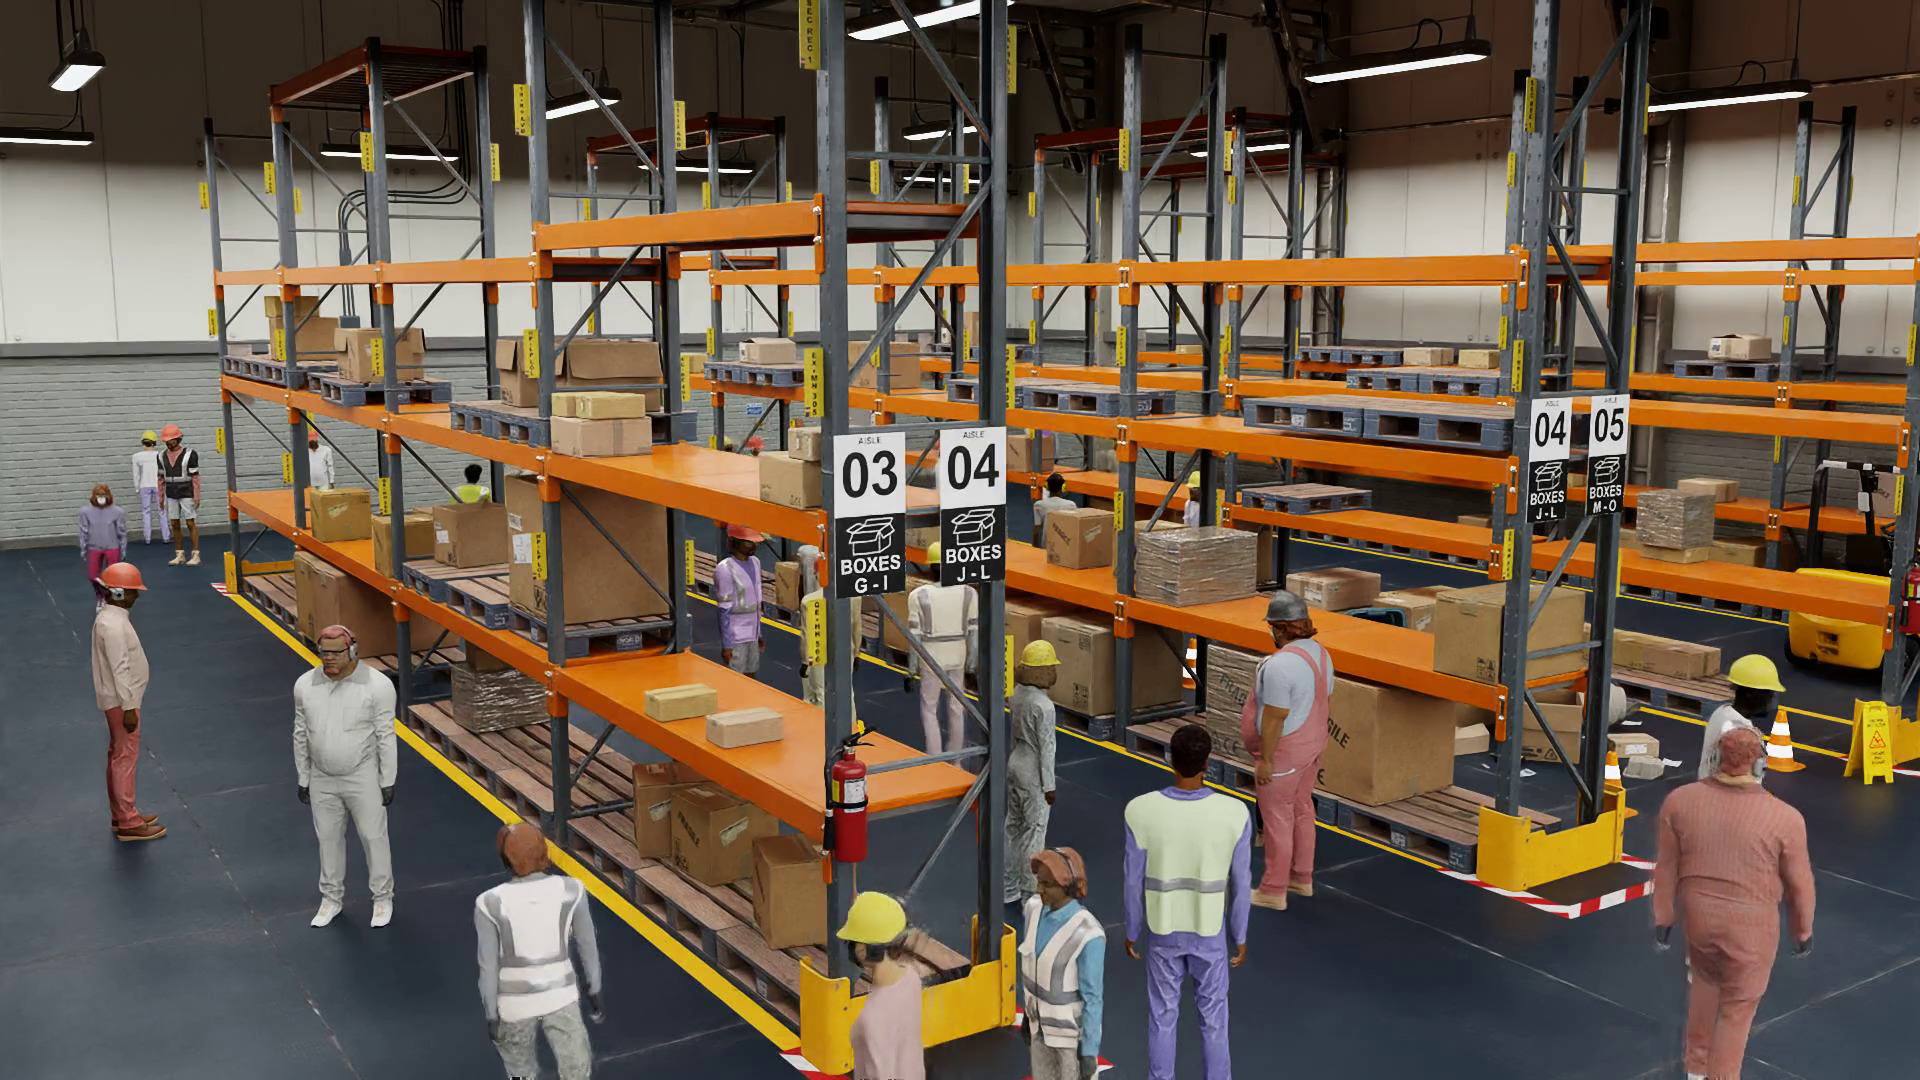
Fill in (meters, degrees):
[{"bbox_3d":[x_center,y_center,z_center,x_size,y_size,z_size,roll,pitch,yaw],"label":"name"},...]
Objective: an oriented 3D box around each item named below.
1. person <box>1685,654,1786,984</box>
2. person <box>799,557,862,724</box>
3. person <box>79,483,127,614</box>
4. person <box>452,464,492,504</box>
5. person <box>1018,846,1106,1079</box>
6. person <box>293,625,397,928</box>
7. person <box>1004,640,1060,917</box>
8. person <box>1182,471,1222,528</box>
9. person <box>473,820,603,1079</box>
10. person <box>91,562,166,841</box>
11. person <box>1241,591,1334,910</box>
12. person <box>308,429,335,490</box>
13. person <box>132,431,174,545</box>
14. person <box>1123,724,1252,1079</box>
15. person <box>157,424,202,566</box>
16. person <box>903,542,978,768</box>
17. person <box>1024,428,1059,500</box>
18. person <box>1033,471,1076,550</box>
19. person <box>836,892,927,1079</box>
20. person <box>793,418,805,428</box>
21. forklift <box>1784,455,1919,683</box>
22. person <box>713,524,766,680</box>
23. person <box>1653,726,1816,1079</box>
[{"bbox_3d":[4.332,1.574,9.316,0.423,1.916,0.582,3,9,17],"label":"person"},{"bbox_3d":[-1.089,0.964,13.902,0.563,1.748,0.334,-5,10,-28],"label":"person"},{"bbox_3d":[-10.233,0.129,19.873,0.524,1.619,0.345,-3,9,-21],"label":"person"},{"bbox_3d":[-6.396,-0.170,21.848,0.533,1.633,0.941,0,9,-1],"label":"person"},{"bbox_3d":[0.427,2.067,6.964,0.312,1.631,0.514,-5,10,-31],"label":"person"},{"bbox_3d":[-3.772,1.450,10.202,0.641,1.899,0.395,0,9,3],"label":"person"},{"bbox_3d":[0.471,1.486,10.492,0.342,1.735,0.483,-4,10,-26],"label":"person"},{"bbox_3d":[2.796,0.106,19.412,0.419,1.822,0.589,-5,10,-31],"label":"person"},{"bbox_3d":[-1.801,2.046,7.212,0.533,1.597,0.816,-4,9,-22],"label":"person"},{"bbox_3d":[-5.970,1.148,11.896,0.387,1.989,0.608,-5,10,-32],"label":"person"},{"bbox_3d":[2.068,1.310,10.639,0.535,2.000,0.685,7,11,38],"label":"person"},{"bbox_3d":[-10.298,-0.936,26.591,0.573,1.741,0.355,-4,9,-24],"label":"person"},{"bbox_3d":[-12.423,-0.799,25.598,0.522,1.768,0.312,-2,9,-16],"label":"person"},{"bbox_3d":[1.051,1.807,7.738,0.590,1.919,0.396,1,9,8],"label":"person"},{"bbox_3d":[-11.094,-0.630,23.602,0.615,2.030,0.409,1,9,5],"label":"person"},{"bbox_3d":[-0.139,0.978,13.284,0.622,1.923,0.514,-3,9,-21],"label":"person"},{"bbox_3d":[1.482,-1.529,30.374,0.646,1.792,0.953,0,9,-1],"label":"person"},{"bbox_3d":[1.073,0.157,18.880,0.520,1.873,0.335,1,9,7],"label":"person"},{"bbox_3d":[-0.288,2.140,6.186,0.922,1.716,0.547,3,9,17],"label":"person"},{"bbox_3d":[-2.894,-1.371,29.838,0.283,1.633,0.500,3,9,21],"label":"person"},{"bbox_3d":[9.643,0.253,17.172,2.313,2.155,1.214,-6,10,-33],"label":"forklift"},{"bbox_3d":[-1.810,0.803,14.011,0.392,2.039,0.614,4,9,22],"label":"person"},{"bbox_3d":[3.708,1.799,7.922,0.727,1.874,0.655,-8,12,-42],"label":"person"}]
